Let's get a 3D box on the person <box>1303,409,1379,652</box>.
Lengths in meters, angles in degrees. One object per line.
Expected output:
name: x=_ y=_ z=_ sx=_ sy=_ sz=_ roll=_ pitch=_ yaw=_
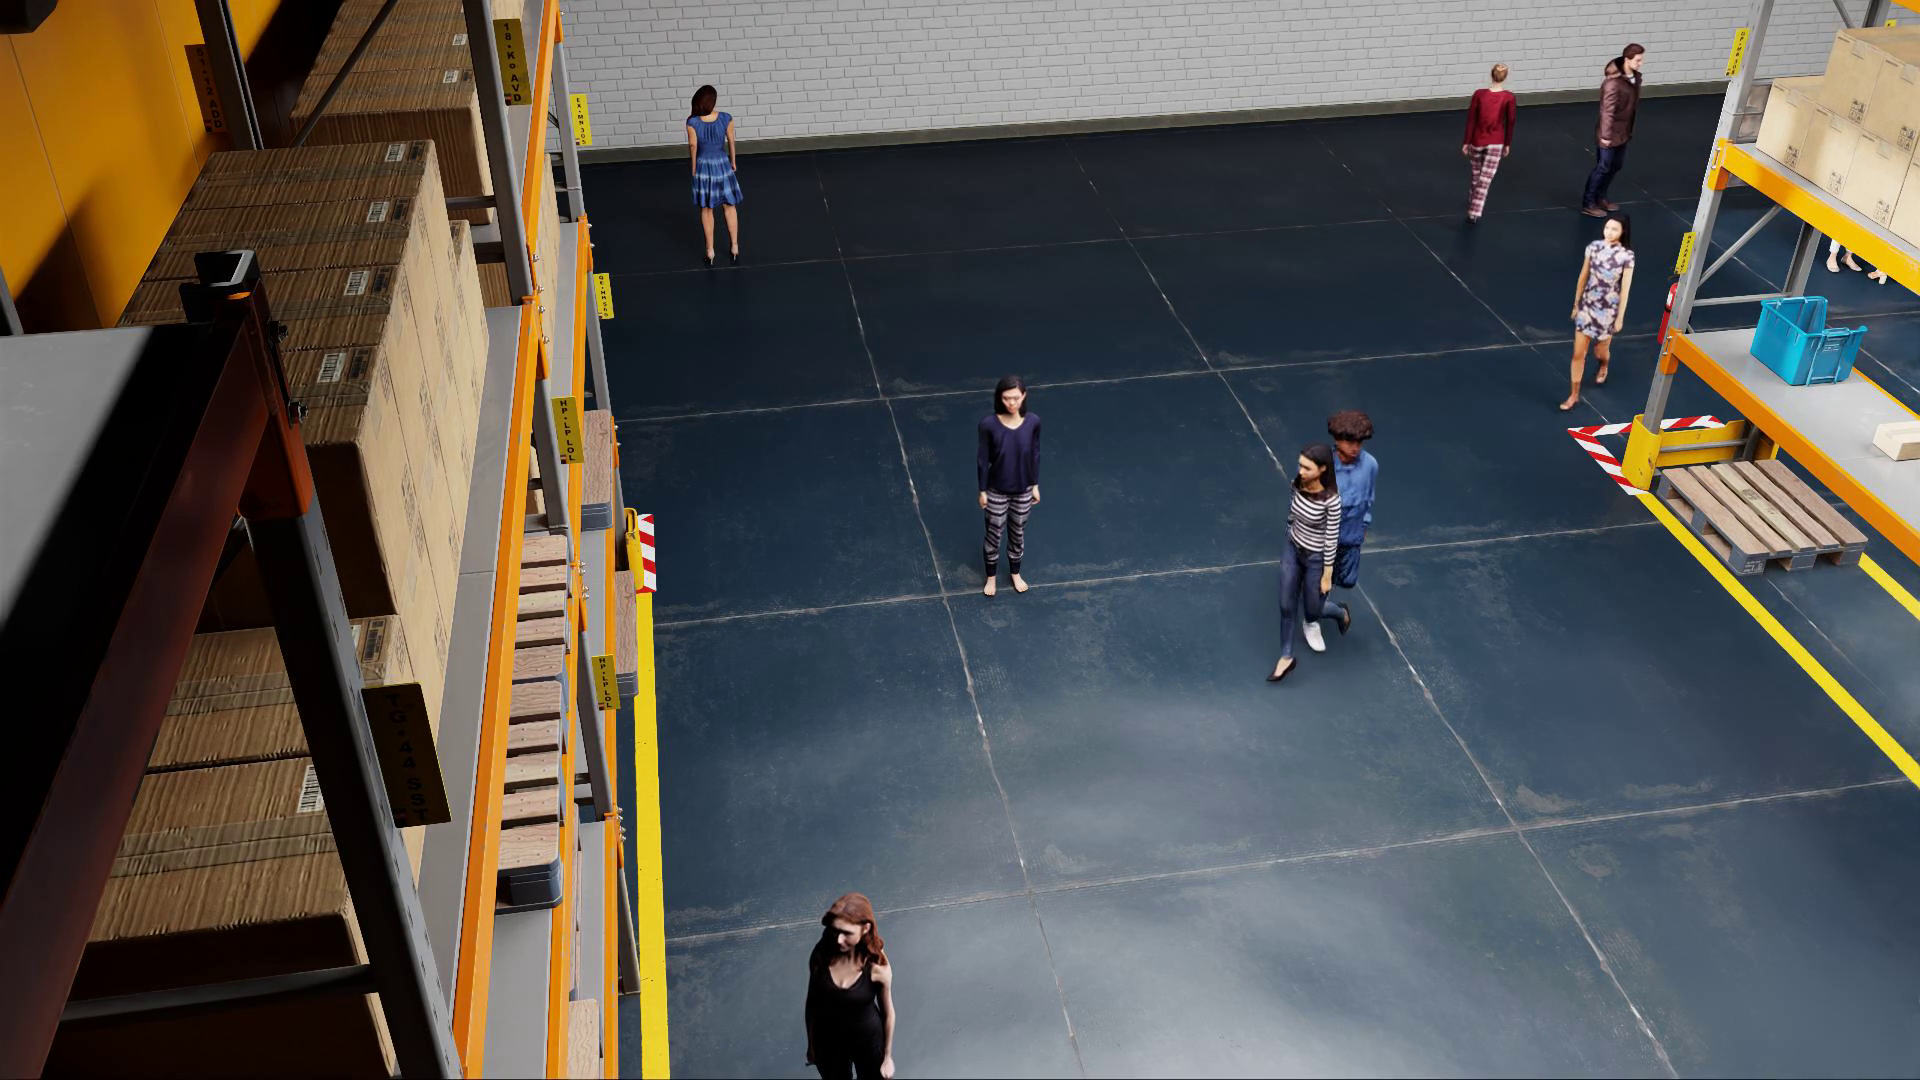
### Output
person: x=2.491 y=-0.126 z=11.227 sx=0.690 sy=1.790 sz=0.796 roll=-4 pitch=34 yaw=-6

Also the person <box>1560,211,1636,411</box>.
person: x=5.425 y=-1.947 z=14.033 sx=0.986 sy=1.715 sz=1.020 roll=25 pitch=41 yaw=32

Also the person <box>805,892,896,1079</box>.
person: x=-0.489 y=2.274 z=7.654 sx=0.650 sy=1.748 sz=0.647 roll=7 pitch=34 yaw=11

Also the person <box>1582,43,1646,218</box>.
person: x=6.871 y=-4.323 z=17.496 sx=0.864 sy=1.839 sz=0.881 roll=-28 pitch=43 yaw=-36

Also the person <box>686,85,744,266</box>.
person: x=-2.435 y=-3.615 z=16.461 sx=0.706 sy=1.806 sz=0.627 roll=-12 pitch=35 yaw=-17

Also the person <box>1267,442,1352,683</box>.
person: x=2.334 y=0.136 z=10.851 sx=0.938 sy=1.769 sz=1.009 roll=-21 pitch=39 yaw=-29

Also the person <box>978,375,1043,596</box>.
person: x=0.344 y=-0.395 z=11.682 sx=0.600 sy=1.733 sz=0.497 roll=-6 pitch=34 yaw=-9

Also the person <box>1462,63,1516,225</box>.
person: x=5.486 y=-4.108 z=17.334 sx=0.990 sy=1.661 sz=1.160 roll=13 pitch=36 yaw=19
